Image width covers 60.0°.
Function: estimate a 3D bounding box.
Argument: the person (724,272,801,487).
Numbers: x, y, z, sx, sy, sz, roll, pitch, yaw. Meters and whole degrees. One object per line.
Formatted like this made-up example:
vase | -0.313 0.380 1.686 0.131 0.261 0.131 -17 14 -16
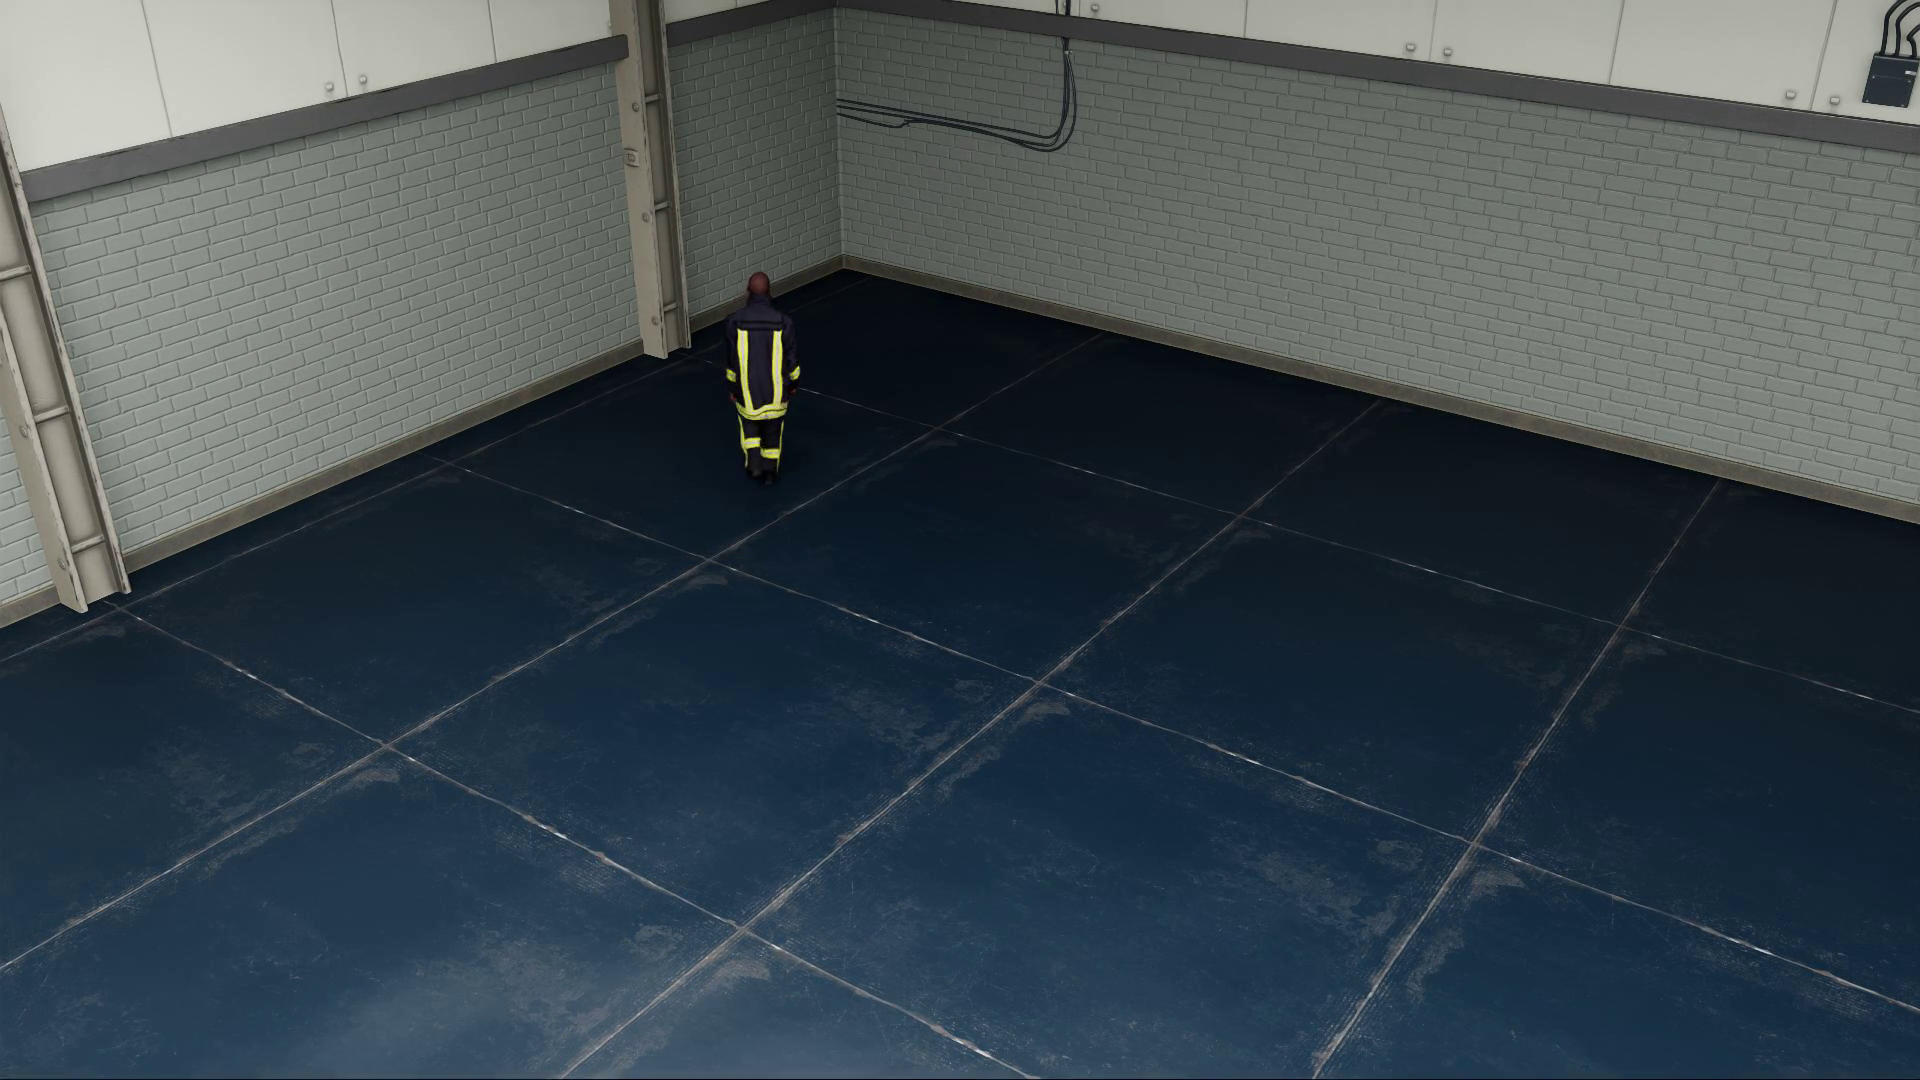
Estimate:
person | -1.606 -1.270 13.456 0.946 1.814 0.999 -2 28 -5
